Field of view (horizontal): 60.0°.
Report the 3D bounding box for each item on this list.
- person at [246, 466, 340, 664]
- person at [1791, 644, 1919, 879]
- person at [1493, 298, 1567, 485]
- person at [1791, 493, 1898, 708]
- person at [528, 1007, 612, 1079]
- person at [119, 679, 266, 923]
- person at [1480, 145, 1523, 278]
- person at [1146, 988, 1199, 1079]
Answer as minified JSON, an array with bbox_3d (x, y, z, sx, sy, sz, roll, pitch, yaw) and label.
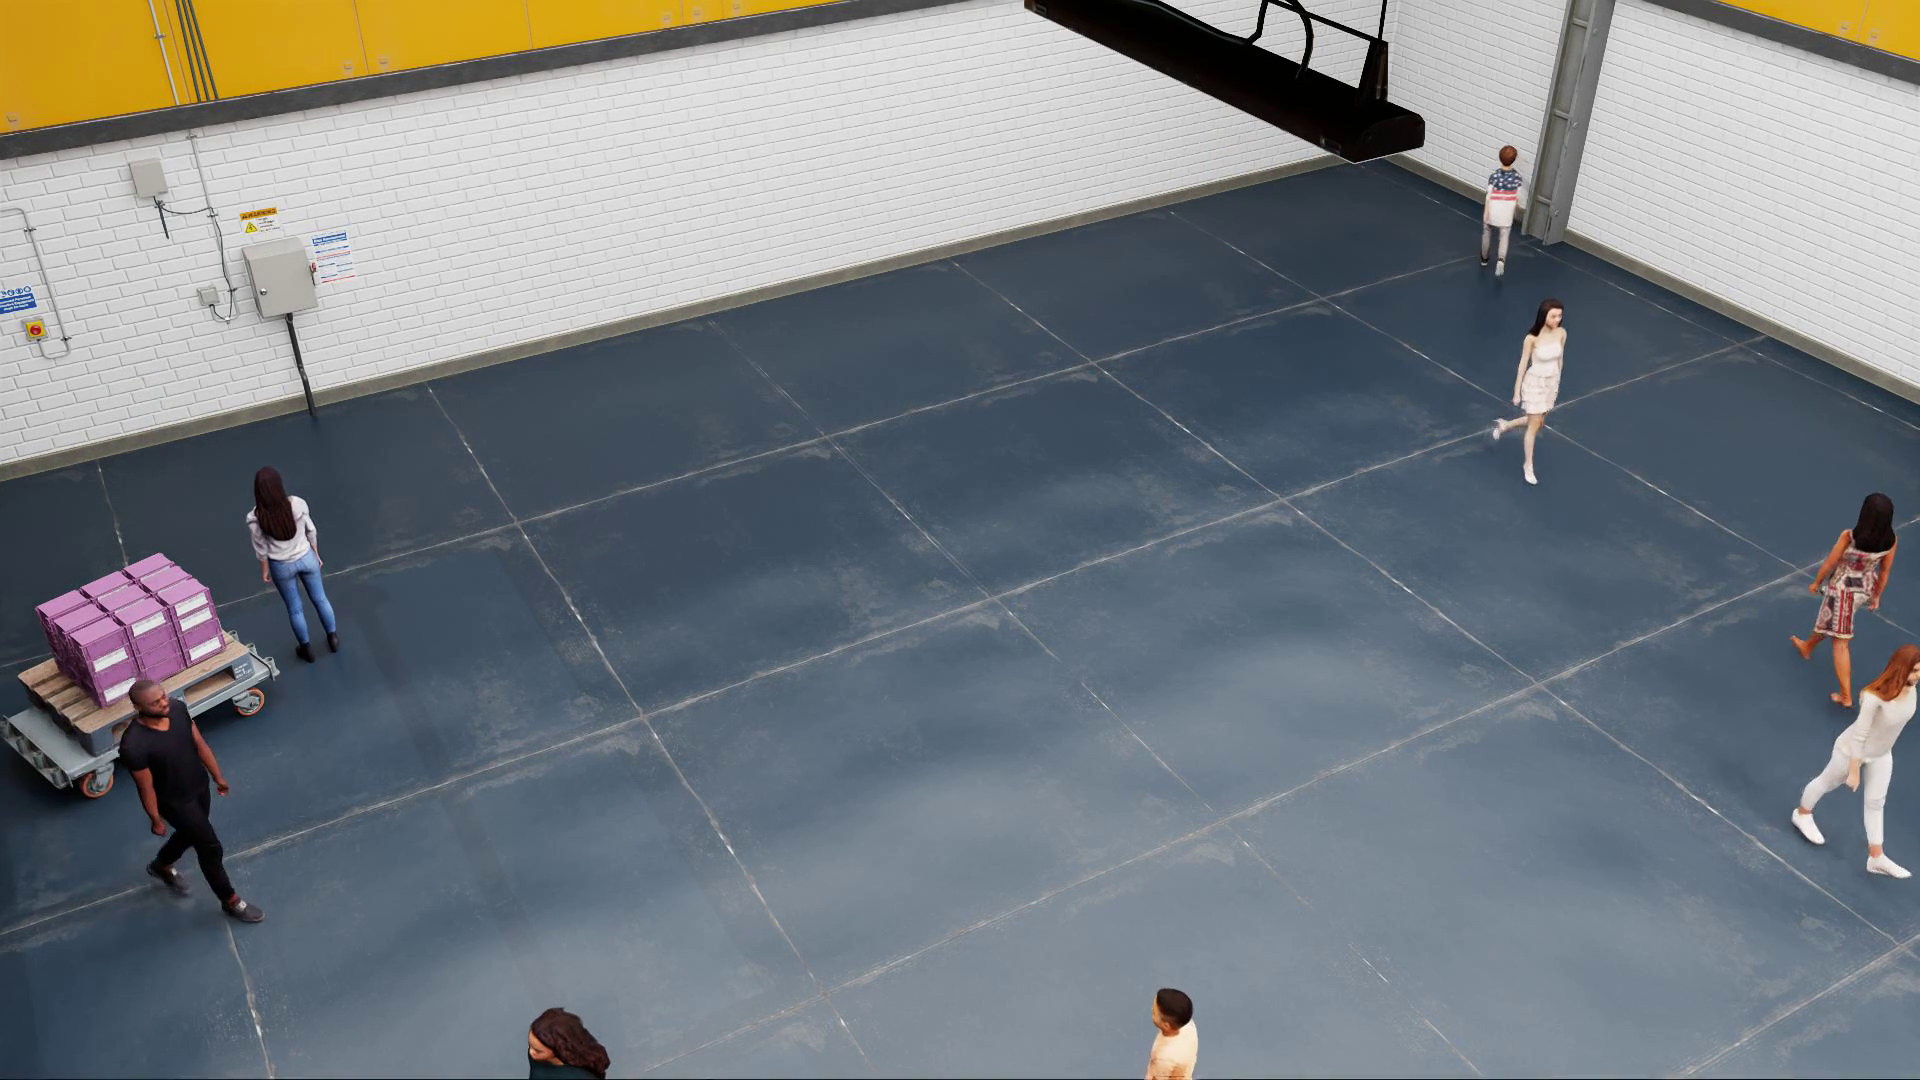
[{"bbox_3d":[-4.947,0.182,12.351,0.620,1.630,0.539,-22,40,-30],"label":"person"},{"bbox_3d":[5.697,1.305,10.626,0.719,1.670,1.058,-13,36,-19],"label":"person"},{"bbox_3d":[5.019,-1.350,14.580,0.691,1.714,0.974,-10,35,-15],"label":"person"},{"bbox_3d":[6.427,0.446,11.978,0.913,1.604,1.208,-3,34,-4],"label":"person"},{"bbox_3d":[-1.917,2.904,8.271,0.688,1.614,0.768,15,36,21],"label":"person"},{"bbox_3d":[-4.818,1.547,10.144,1.167,1.800,1.116,8,34,12],"label":"person"},{"bbox_3d":[5.937,-3.599,18.225,0.869,1.424,0.953,6,34,9],"label":"person"},{"bbox_3d":[1.132,2.852,8.505,0.918,1.441,0.830,11,35,16],"label":"person"}]
